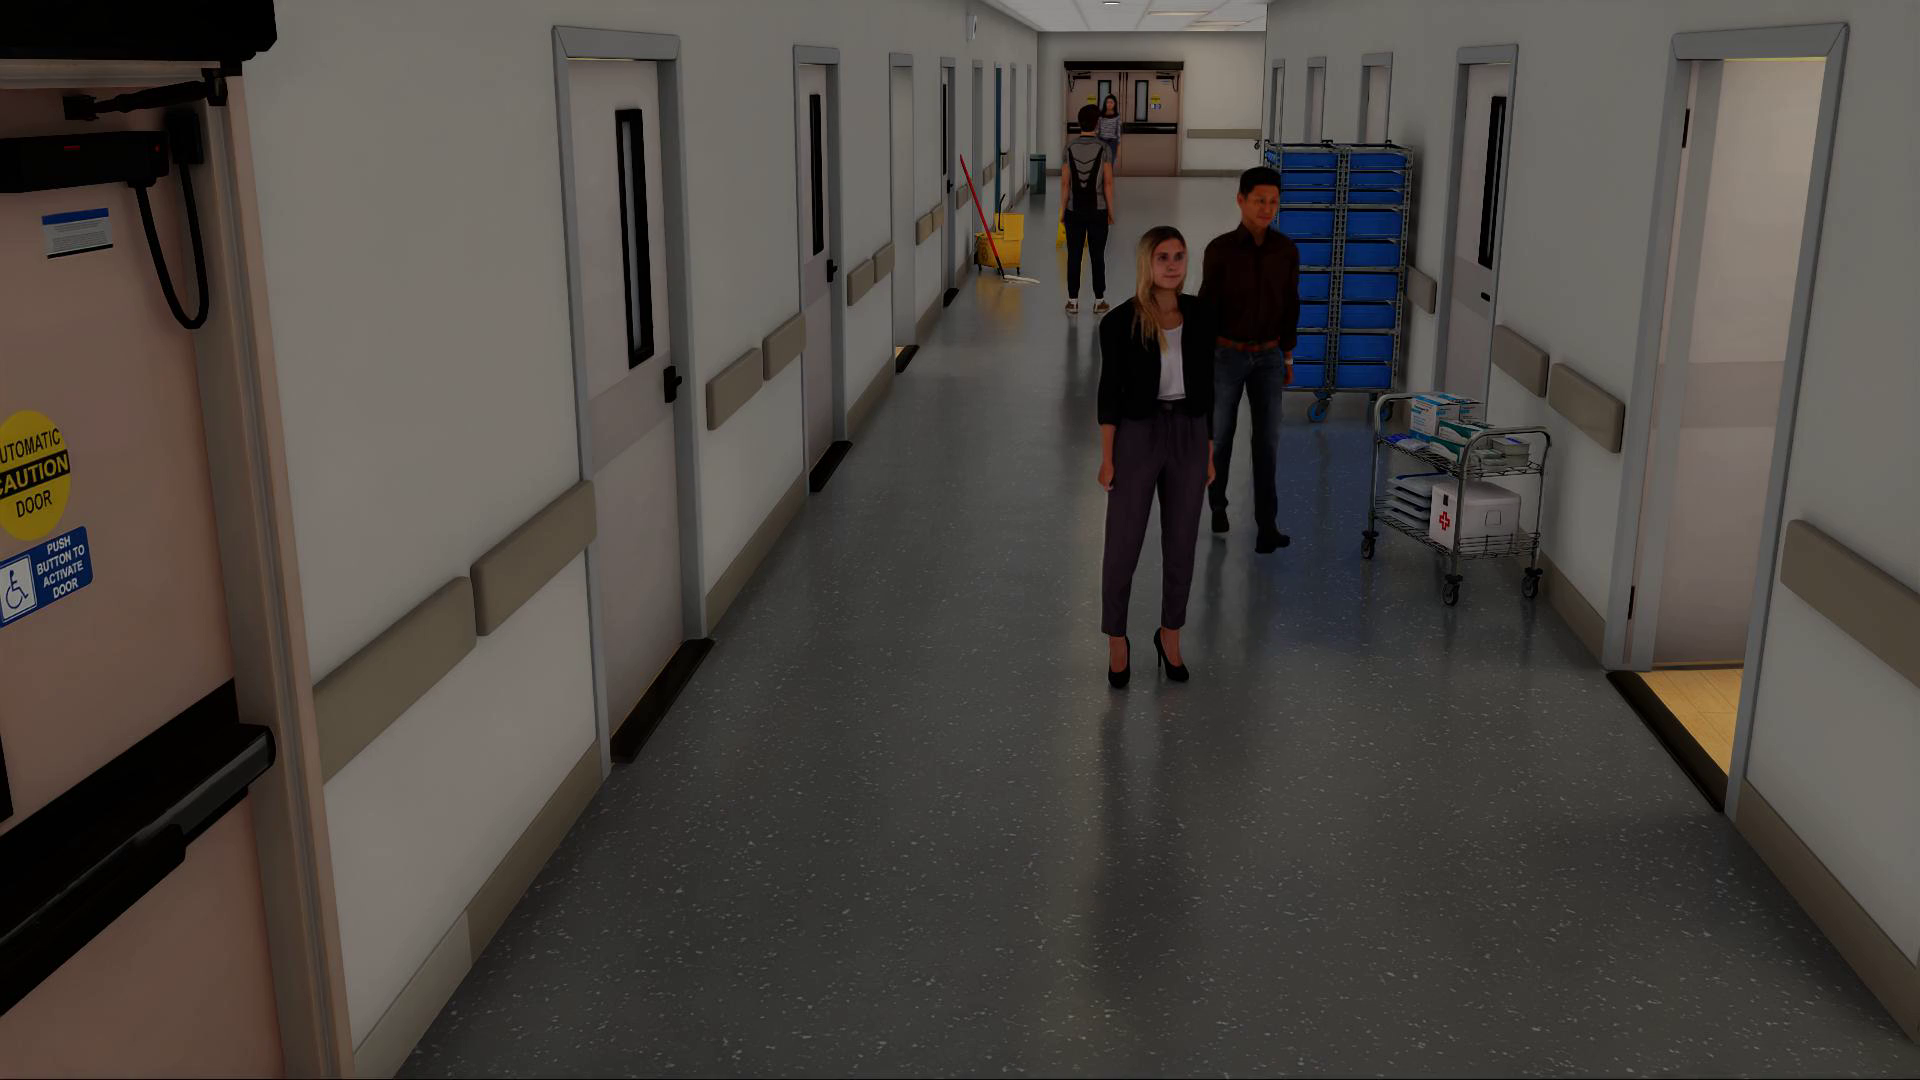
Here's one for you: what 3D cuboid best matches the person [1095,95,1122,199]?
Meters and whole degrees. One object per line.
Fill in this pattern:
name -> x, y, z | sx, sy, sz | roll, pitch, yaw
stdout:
person -> 2.486, -6.584, 28.098 | 0.638, 1.768, 1.083 | 2, 16, 8

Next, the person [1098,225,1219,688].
person -> 0.709, -0.292, 5.992 | 0.664, 1.670, 0.634 | -4, 16, -12

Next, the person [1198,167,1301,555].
person -> 1.304, -0.834, 7.791 | 0.825, 1.736, 1.120 | -1, 16, -5

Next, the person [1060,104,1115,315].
person -> 1.173, -3.065, 15.414 | 0.661, 1.894, 0.542 | 2, 16, 7
